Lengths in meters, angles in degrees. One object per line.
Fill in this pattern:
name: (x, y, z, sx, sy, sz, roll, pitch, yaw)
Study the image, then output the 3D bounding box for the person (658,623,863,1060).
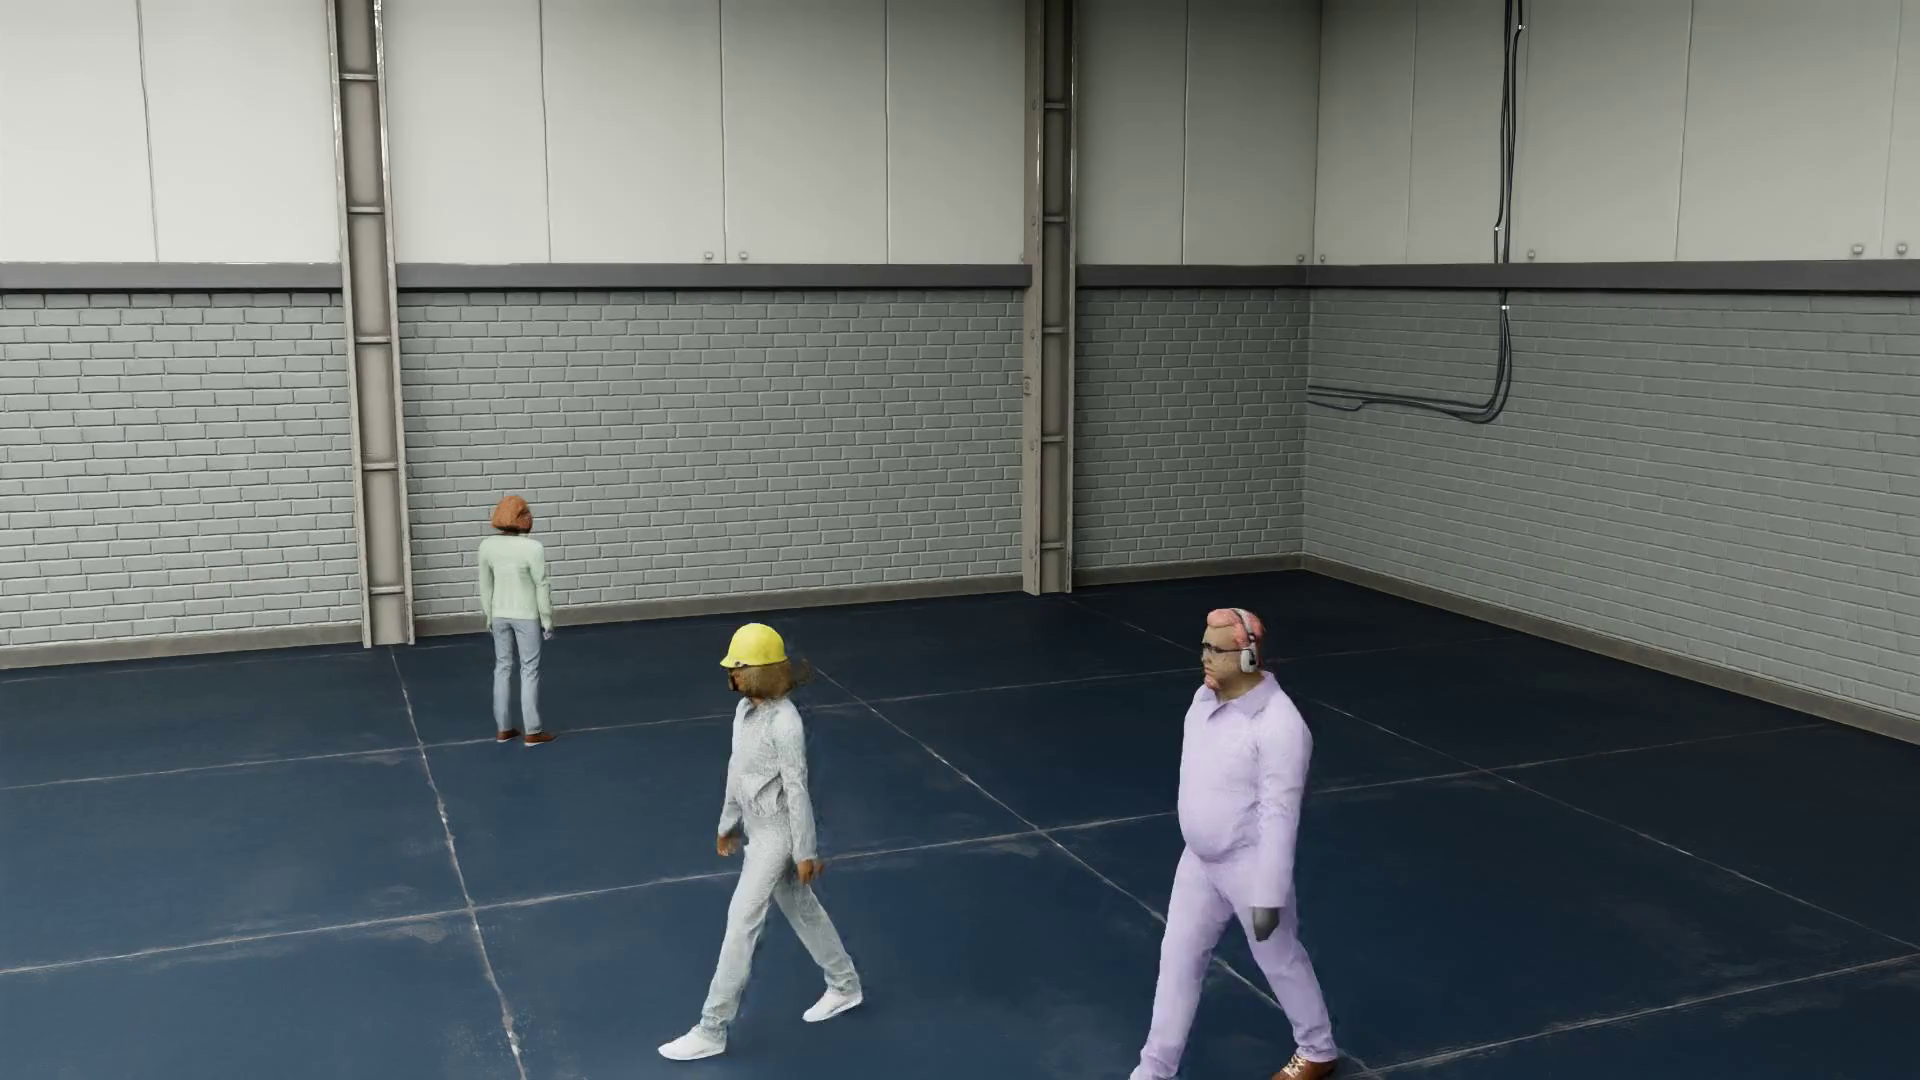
person: (-0.758, 1.151, 6.561, 0.895, 1.695, 0.498, -5, 10, -27)

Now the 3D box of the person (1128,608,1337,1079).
person: (0.998, 1.160, 6.027, 0.980, 1.860, 0.659, -5, 10, -27)

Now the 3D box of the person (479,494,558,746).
person: (-2.861, 0.515, 10.760, 0.506, 1.631, 0.265, 3, 10, 20)
